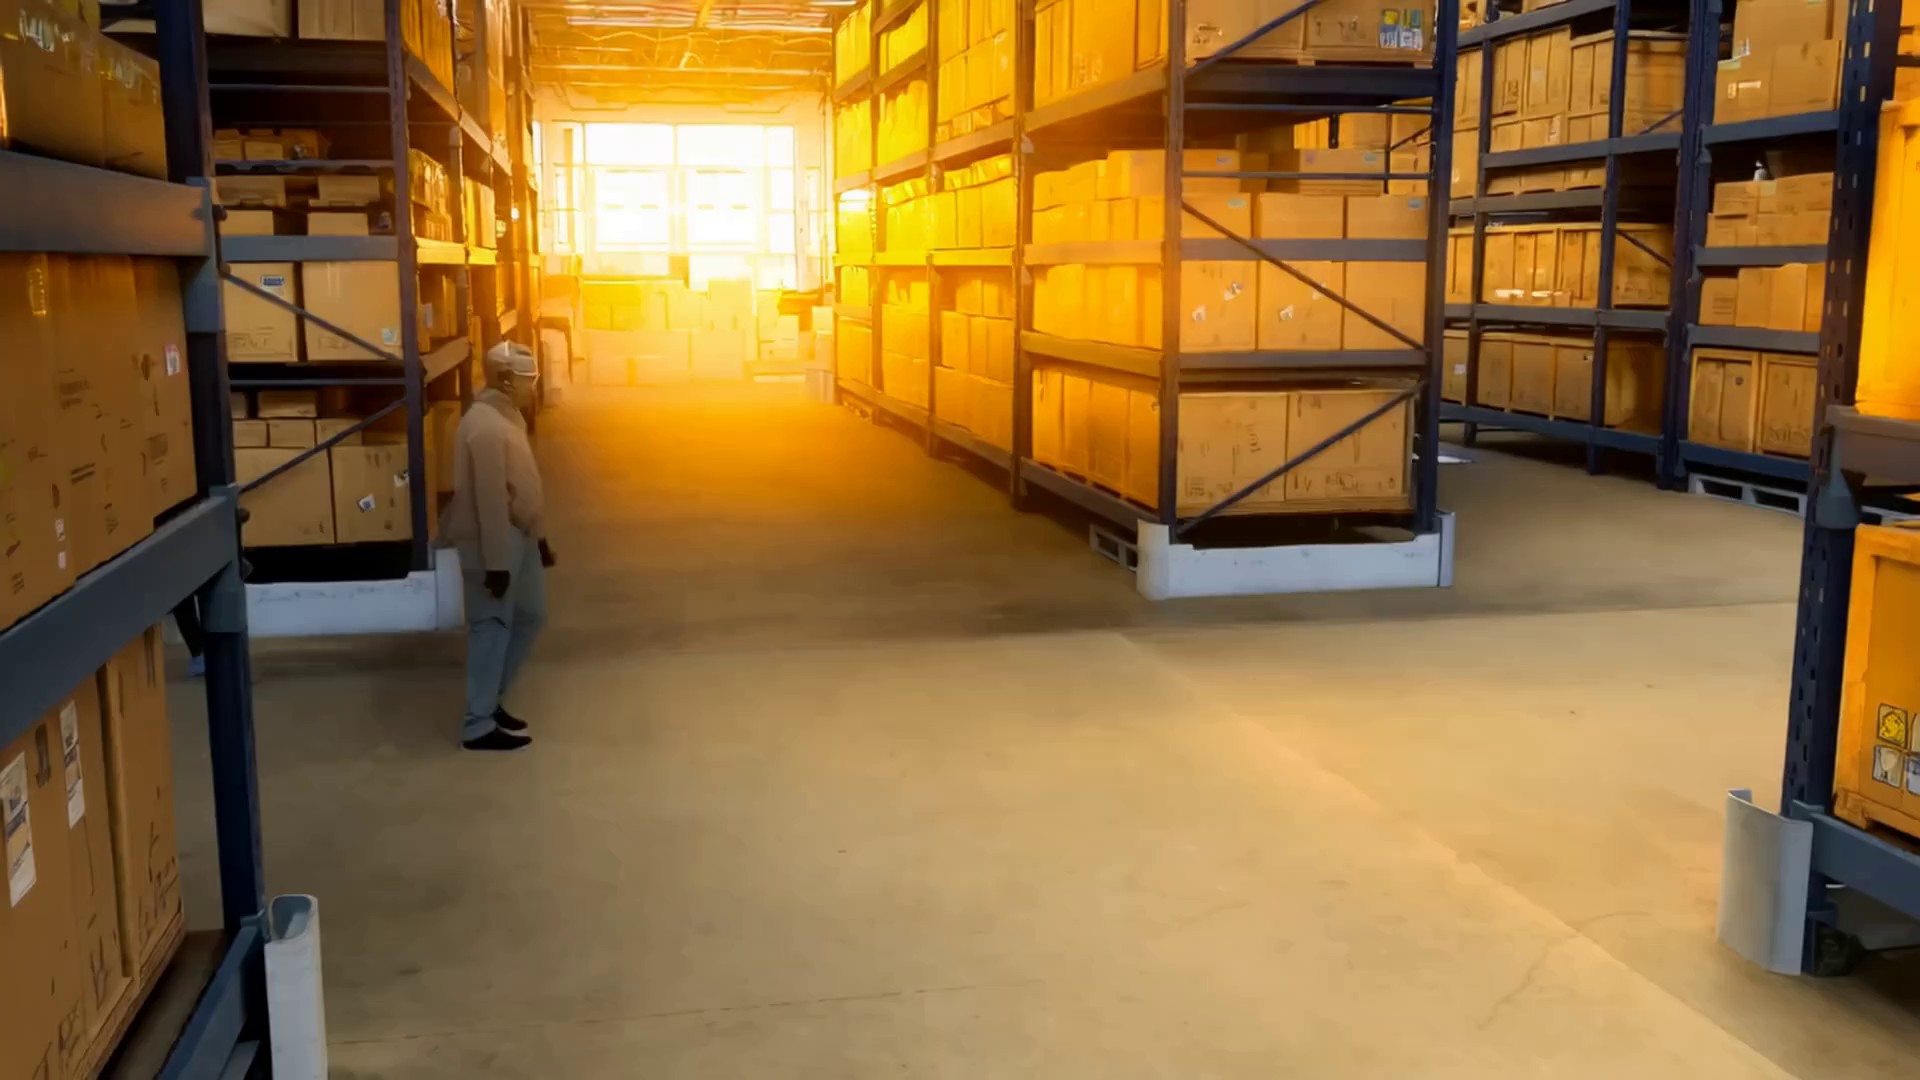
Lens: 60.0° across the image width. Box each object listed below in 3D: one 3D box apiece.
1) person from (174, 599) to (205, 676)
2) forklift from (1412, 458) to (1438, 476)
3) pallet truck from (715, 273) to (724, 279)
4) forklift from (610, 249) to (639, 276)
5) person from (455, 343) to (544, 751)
[{"bbox_3d":[-4.362,-0.044,8.813,0.861,1.657,0.539,-3,10,-18],"label":"person"},{"bbox_3d":[4.262,-2.157,17.973,1.129,2.768,1.873,-2,10,-12],"label":"forklift"},{"bbox_3d":[-8.580,-8.986,62.280,1.885,1.965,0.823,1,9,5],"label":"pallet truck"},{"bbox_3d":[-11.590,-8.676,57.704,1.129,2.768,1.873,-7,12,-38],"label":"forklift"},{"bbox_3d":[-2.132,0.038,7.667,0.433,1.880,0.655,-3,10,-19],"label":"person"}]
